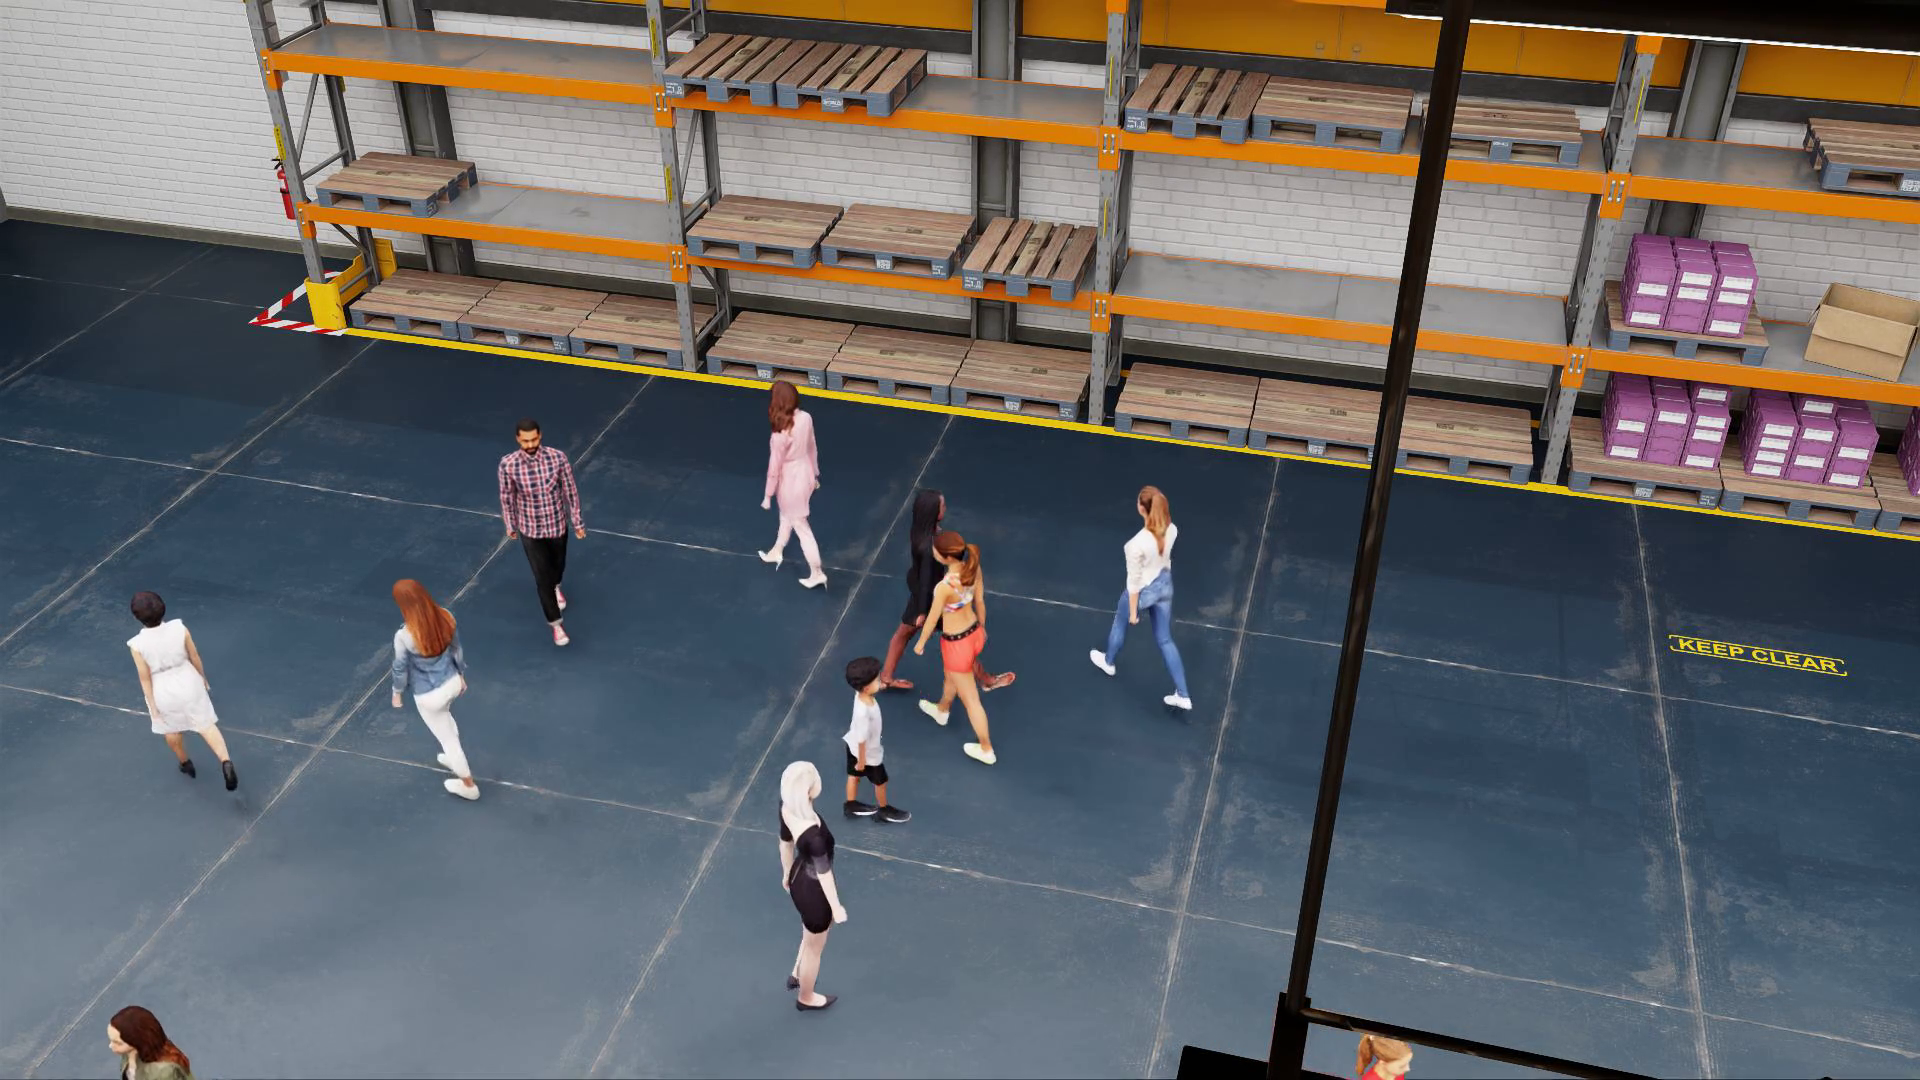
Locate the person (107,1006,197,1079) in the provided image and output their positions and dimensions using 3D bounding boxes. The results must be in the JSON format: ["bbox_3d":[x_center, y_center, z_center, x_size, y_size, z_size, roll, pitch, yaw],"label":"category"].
[{"bbox_3d":[-3.817,2.770,8.191,0.877,1.455,0.862,-27,42,-34],"label":"person"}]

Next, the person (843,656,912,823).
[{"bbox_3d":[-0.672,1.288,10.613,0.730,1.242,0.617,-3,34,-4],"label":"person"}]

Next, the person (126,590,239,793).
[{"bbox_3d":[-5.031,1.017,10.756,0.838,1.535,1.011,-29,43,-36],"label":"person"}]

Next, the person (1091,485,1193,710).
[{"bbox_3d":[1.380,0.430,11.508,1.098,1.680,1.201,-21,39,-29],"label":"person"}]

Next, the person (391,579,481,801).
[{"bbox_3d":[-3.281,1.003,10.648,0.781,1.679,0.698,17,37,24],"label":"person"}]

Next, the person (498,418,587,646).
[{"bbox_3d":[-3.097,-0.149,12.345,1.153,1.718,1.166,-13,36,-19],"label":"person"}]

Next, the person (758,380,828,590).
[{"bbox_3d":[-1.177,-0.363,12.614,1.000,1.777,0.773,17,37,23],"label":"person"}]

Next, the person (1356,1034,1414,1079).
[{"bbox_3d":[1.974,2.870,8.187,0.769,1.292,0.909,-26,41,-33],"label":"person"}]

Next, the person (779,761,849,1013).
[{"bbox_3d":[-0.891,1.960,9.079,0.762,1.821,0.708,-16,37,-22],"label":"person"}]

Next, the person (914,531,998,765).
[{"bbox_3d":[0.077,0.744,10.972,1.076,1.750,0.836,23,40,31],"label":"person"}]

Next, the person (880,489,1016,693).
[{"bbox_3d":[-0.311,0.406,11.561,1.278,1.661,0.922,-3,34,-4],"label":"person"}]
